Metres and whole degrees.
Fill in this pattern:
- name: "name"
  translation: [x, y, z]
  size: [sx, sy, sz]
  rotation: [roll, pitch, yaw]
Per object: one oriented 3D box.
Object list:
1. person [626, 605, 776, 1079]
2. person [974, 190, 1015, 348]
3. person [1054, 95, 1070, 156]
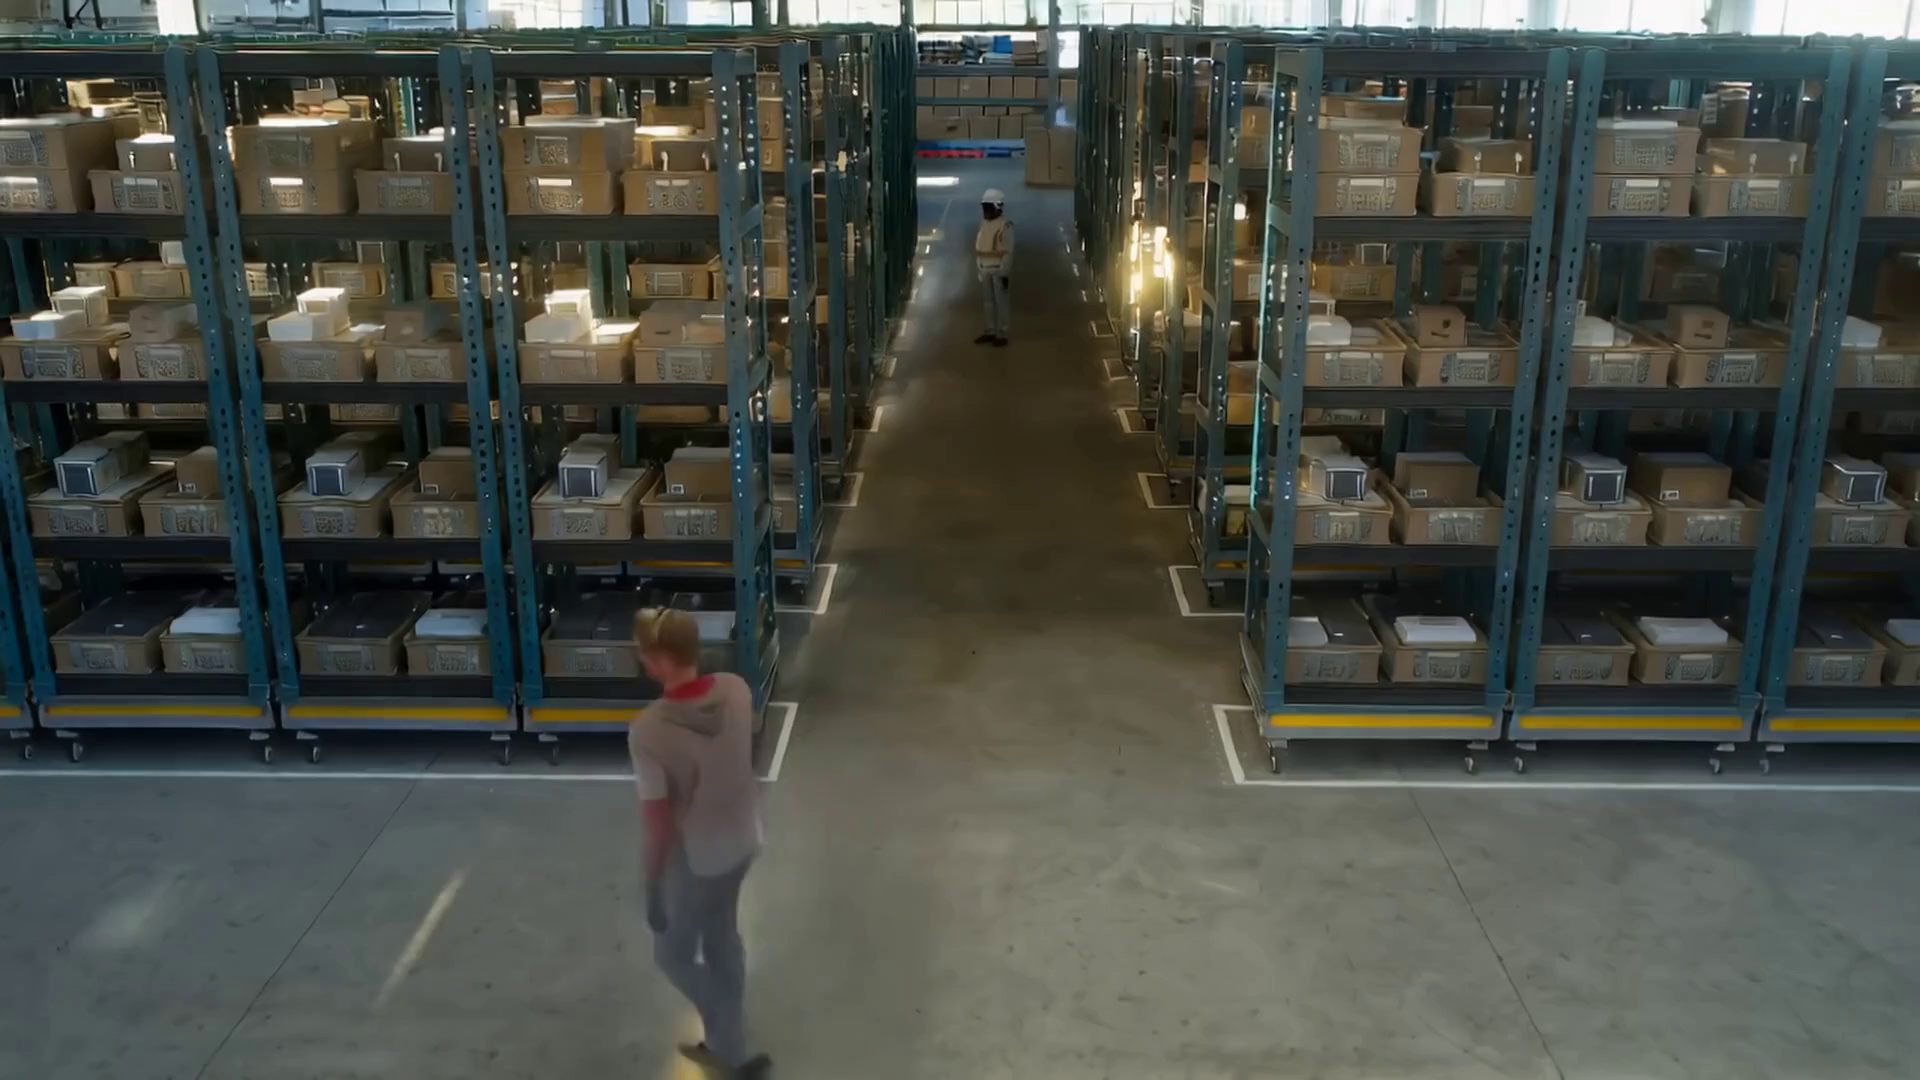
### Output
- name: "person"
  translation: [-0.879, 1.110, 5.839]
  size: [0.501, 1.821, 0.617]
  rotation: [11, 21, 32]
- name: "person"
  translation: [0.391, -3.172, 19.471]
  size: [0.404, 1.829, 0.600]
  rotation: [-11, 21, -31]
- name: "person"
  translation: [2.727, -11.129, 44.963]
  size: [0.457, 1.754, 0.530]
  rotation: [-1, 17, -2]
